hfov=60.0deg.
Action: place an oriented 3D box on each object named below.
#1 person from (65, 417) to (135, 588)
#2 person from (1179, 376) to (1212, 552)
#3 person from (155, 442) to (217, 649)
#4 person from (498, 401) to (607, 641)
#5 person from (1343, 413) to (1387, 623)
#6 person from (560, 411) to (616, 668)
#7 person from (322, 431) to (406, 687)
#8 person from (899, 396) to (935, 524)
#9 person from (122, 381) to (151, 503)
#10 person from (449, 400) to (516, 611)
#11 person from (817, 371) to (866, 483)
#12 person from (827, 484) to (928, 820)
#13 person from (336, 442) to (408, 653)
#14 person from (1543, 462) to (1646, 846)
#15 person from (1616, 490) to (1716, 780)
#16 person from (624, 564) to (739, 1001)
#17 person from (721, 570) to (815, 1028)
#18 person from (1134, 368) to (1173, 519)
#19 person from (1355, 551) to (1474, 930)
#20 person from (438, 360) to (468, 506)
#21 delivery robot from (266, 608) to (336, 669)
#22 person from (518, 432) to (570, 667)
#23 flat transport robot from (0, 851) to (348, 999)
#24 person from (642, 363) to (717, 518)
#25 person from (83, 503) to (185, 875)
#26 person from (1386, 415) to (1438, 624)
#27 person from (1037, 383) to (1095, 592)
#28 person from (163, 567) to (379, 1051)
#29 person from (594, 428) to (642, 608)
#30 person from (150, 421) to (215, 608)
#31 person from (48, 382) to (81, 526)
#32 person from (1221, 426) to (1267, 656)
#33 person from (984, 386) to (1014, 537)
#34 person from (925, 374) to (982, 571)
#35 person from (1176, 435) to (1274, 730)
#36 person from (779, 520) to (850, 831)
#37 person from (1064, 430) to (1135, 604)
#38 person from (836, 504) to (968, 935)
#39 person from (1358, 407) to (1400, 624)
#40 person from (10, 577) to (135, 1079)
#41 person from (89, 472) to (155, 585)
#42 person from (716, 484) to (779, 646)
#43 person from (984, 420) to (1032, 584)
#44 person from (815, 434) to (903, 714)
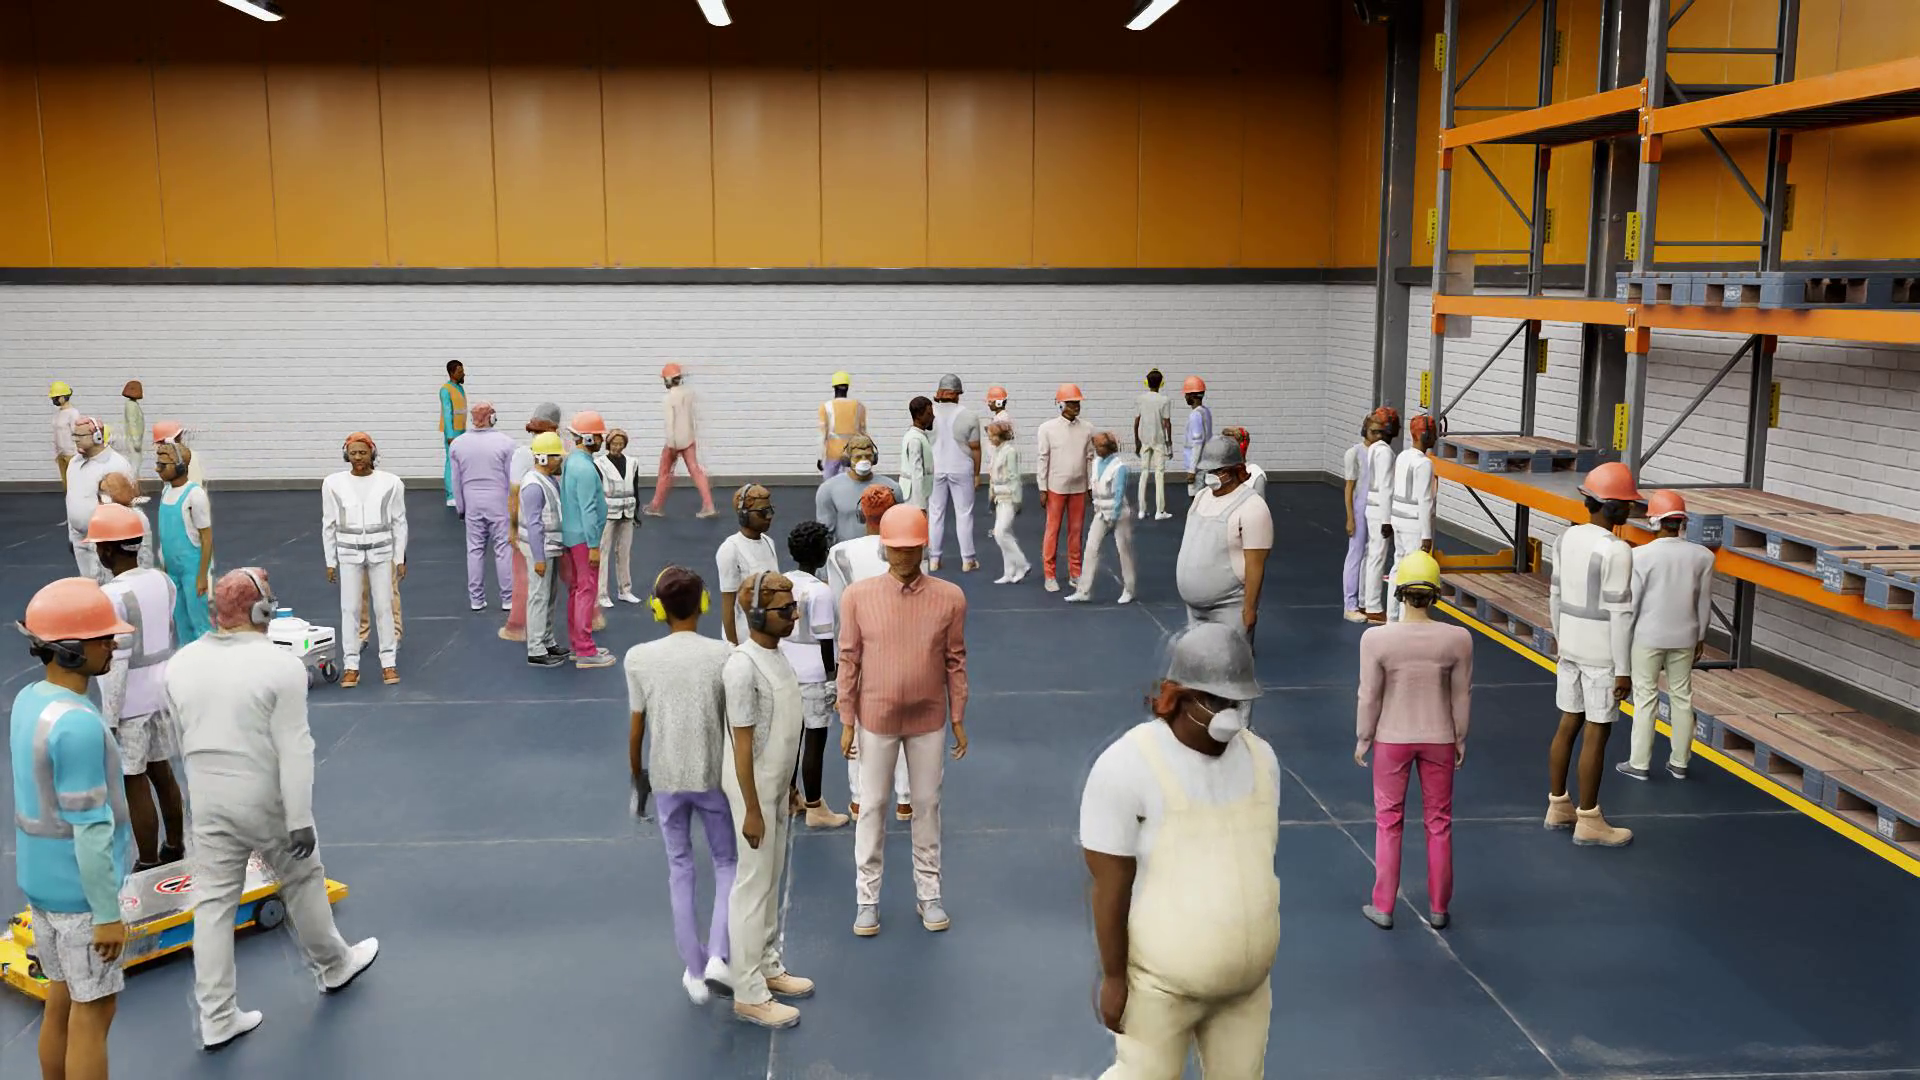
[{"bbox_3d":[-6.877,-0.028,13.255,0.651,1.907,0.409,4,10,22],"label":"person"},{"bbox_3d":[2.554,-0.817,18.118,0.368,1.933,0.552,3,10,19],"label":"person"},{"bbox_3d":[-5.536,0.220,11.888,0.515,1.844,0.329,7,11,36],"label":"person"},{"bbox_3d":[-3.444,-0.184,13.816,0.630,2.000,0.762,6,11,33],"label":"person"},{"bbox_3d":[3.571,-0.200,14.547,0.511,1.839,0.341,-6,11,-34],"label":"person"},{"bbox_3d":[-2.885,-0.009,12.887,0.406,1.986,0.616,-4,10,-23],"label":"person"},{"bbox_3d":[-4.386,0.141,12.267,0.574,1.883,0.356,-3,10,-20],"label":"person"},{"bbox_3d":[-0.390,-0.371,15.374,0.392,1.919,0.591,0,9,-3],"label":"person"},{"bbox_3d":[-11.001,-1.307,22.182,0.288,1.629,0.499,-4,10,-21],"label":"person"},{"bbox_3d":[-4.236,-0.305,14.987,0.636,1.912,0.406,1,9,6],"label":"person"},{"bbox_3d":[-1.407,-1.020,19.478,0.628,1.899,0.645,-4,10,-21],"label":"person"},{"bbox_3d":[-0.441,0.627,9.220,0.576,1.882,0.355,0,9,2],"label":"person"},{"bbox_3d":[-4.707,0.048,13.292,0.571,1.744,0.350,-1,9,-8],"label":"person"},{"bbox_3d":[3.407,0.600,8.884,0.389,2.041,0.614,-2,9,-12],"label":"person"},{"bbox_3d":[4.208,0.569,9.990,0.563,1.749,0.334,-1,9,-3],"label":"person"},{"bbox_3d":[-1.105,1.019,6.867,0.535,1.848,0.422,-1,9,-6],"label":"person"},{"bbox_3d":[-0.787,1.034,6.776,0.343,1.847,0.506,1,9,9],"label":"person"},{"bbox_3d":[2.409,-1.189,20.648,0.531,1.875,0.322,5,10,29],"label":"person"},{"bbox_3d":[2.088,0.929,7.685,0.523,1.769,0.314,0,9,3],"label":"person"},{"bbox_3d":[-6.649,-1.412,21.903,0.391,1.920,0.587,0,9,2],"label":"person"},{"bbox_3d":[-4.986,0.749,12.312,0.707,0.478,0.477,4,10,21],"label":"delivery robot"},{"bbox_3d":[-3.213,0.068,12.934,0.404,1.823,0.591,0,9,-1],"label":"person"},{"bbox_3d":[-3.620,1.688,7.597,0.652,0.197,1.431,6,11,35],"label":"flat transport robot"},{"bbox_3d":[-3.498,-1.235,20.754,1.078,1.944,0.599,6,11,32],"label":"person"},{"bbox_3d":[-4.026,0.781,8.084,0.358,1.934,0.551,1,9,4],"label":"person"},{"bbox_3d":[3.762,-0.097,13.801,0.355,1.876,0.573,-1,9,-7],"label":"person"},{"bbox_3d":[1.029,-0.507,15.980,0.612,1.996,0.375,-4,10,-23],"label":"person"},{"bbox_3d":[-2.793,1.026,6.736,0.679,1.864,0.933,2,9,14],"label":"person"},{"bbox_3d":[-3.145,-0.210,15.234,0.314,1.638,0.515,8,12,43],"label":"person"},{"bbox_3d":[-7.063,-0.218,15.017,0.588,1.714,0.577,0,9,-2],"label":"person"},{"bbox_3d":[-10.710,-1.019,19.949,0.524,1.761,0.339,6,11,35],"label":"person"},{"bbox_3d":[2.187,0.020,13.141,0.390,1.846,0.564,-5,11,-31],"label":"person"},{"bbox_3d":[0.447,-0.913,19.320,0.345,1.744,0.563,0,9,-1],"label":"person"},{"bbox_3d":[-0.092,-0.699,17.050,0.673,2.000,0.535,2,9,11],"label":"person"},{"bbox_3d":[1.638,0.329,10.590,0.535,2.000,0.680,-5,10,-29],"label":"person"},{"bbox_3d":[-0.825,0.734,9.125,0.316,1.695,0.542,-6,11,-34],"label":"person"},{"bbox_3d":[1.316,-0.194,15.201,0.770,1.600,0.540,-6,11,-33],"label":"person"},{"bbox_3d":[-0.260,0.820,7.650,0.611,1.996,0.378,-2,9,-9],"label":"person"},{"bbox_3d":[3.664,-0.216,14.506,0.354,1.882,0.576,0,9,2],"label":"person"},{"bbox_3d":[-2.904,1.133,5.535,0.397,2.043,0.609,-8,12,-43],"label":"person"},{"bbox_3d":[-6.069,0.316,12.013,0.504,1.623,0.431,5,11,30],"label":"person"},{"bbox_3d":[-1.181,0.595,9.536,0.346,1.846,0.506,4,10,23],"label":"person"},{"bbox_3d":[0.428,-0.364,16.233,0.382,1.617,0.543,-3,9,-18],"label":"person"},{"bbox_3d":[-0.684,0.231,11.530,0.631,1.940,0.372,-3,10,-21],"label":"person"}]
